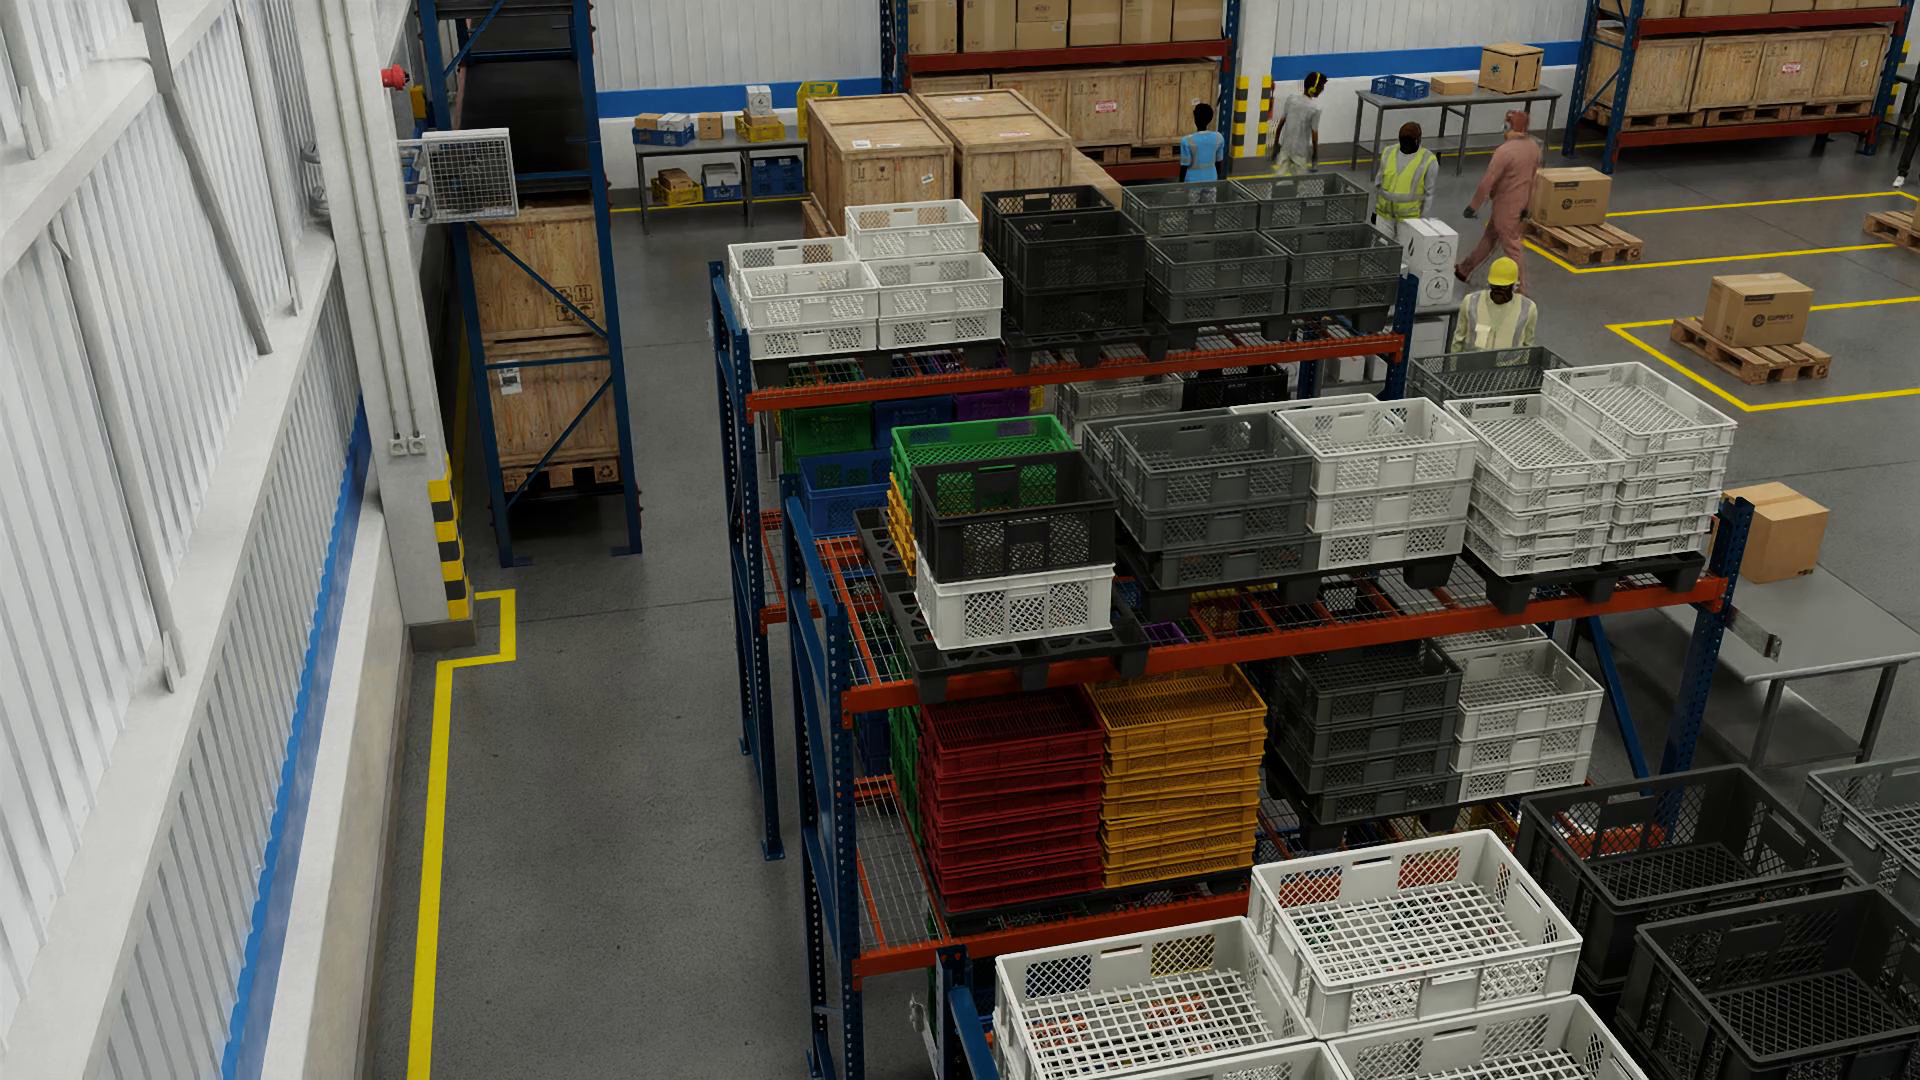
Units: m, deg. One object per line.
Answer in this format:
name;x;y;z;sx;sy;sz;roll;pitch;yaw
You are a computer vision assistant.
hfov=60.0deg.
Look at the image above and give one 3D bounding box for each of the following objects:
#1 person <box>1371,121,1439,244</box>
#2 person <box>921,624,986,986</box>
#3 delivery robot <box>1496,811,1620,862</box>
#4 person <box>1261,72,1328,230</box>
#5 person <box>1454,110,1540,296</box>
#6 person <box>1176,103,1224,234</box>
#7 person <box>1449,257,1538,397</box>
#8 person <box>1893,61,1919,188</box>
person;4.347;-3.220;16.457;0.621;1.842;0.429;20;34;32
person;-0.011;1.238;7.898;0.372;1.935;0.627;5;28;10
delivery robot;3.025;1.595;8.592;0.707;0.478;0.477;10;29;18
person;3.673;-4.275;18.478;0.539;1.829;0.609;-24;36;-38
person;5.411;-3.393;16.774;1.023;1.836;0.662;23;35;37
person;2.533;-3.781;17.671;0.541;1.695;0.316;-12;30;-22
person;4.077;-1.305;12.829;0.599;1.830;0.404;9;29;16
person;11.823;-5.236;20.197;0.598;1.917;0.375;11;30;21
